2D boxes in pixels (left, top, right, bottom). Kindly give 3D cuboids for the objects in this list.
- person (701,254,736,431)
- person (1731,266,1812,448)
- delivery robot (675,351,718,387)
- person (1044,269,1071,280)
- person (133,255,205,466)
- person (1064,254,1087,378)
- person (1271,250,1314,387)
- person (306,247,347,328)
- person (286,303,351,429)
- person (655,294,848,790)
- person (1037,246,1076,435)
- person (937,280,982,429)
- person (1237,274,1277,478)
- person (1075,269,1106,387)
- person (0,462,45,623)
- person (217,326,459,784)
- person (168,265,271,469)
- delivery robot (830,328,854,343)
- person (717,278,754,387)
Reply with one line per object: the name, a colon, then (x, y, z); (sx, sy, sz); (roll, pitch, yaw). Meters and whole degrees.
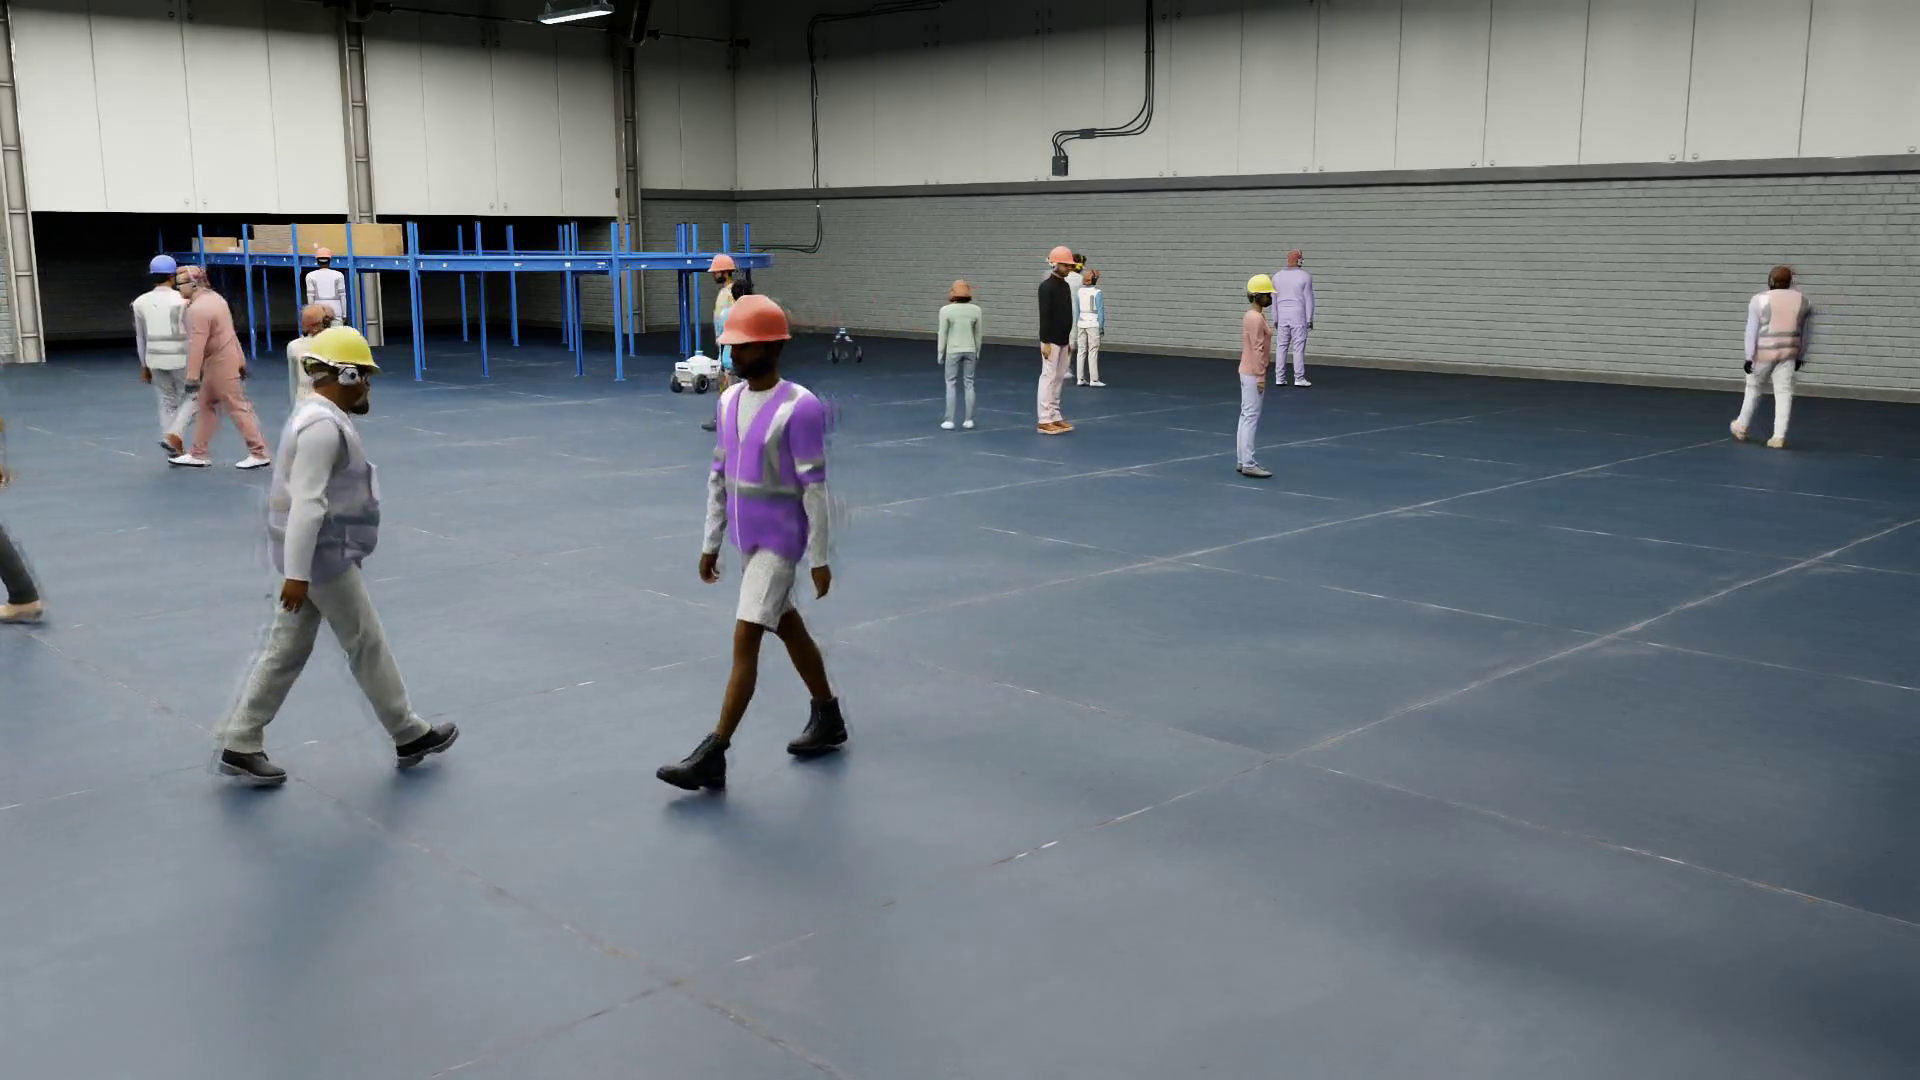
person: (-2.451, -2.160, 18.179); (0.745, 1.914, 0.550); (-4, 11, -20)
person: (8.206, -1.859, 16.829); (0.659, 1.794, 0.943); (1, 10, 4)
delivery robot: (-3.552, -2.334, 22.668); (0.477, 0.478, 0.707); (6, 12, 30)
person: (1.665, -3.888, 27.764); (0.504, 1.844, 0.729); (2, 11, 11)
person: (-7.230, -1.632, 15.214); (0.636, 1.932, 0.487); (2, 11, 9)
person: (1.705, -3.336, 24.793); (0.550, 1.833, 0.656); (8, 13, 37)
person: (4.685, -3.110, 23.354); (0.641, 1.908, 0.407); (8, 13, 39)
person: (-9.320, -3.335, 24.512); (0.543, 1.933, 0.364); (-4, 11, -22)
person: (-4.663, -0.908, 12.118); (0.519, 1.628, 0.413); (2, 11, 11)
person: (-0.790, -0.008, 6.502); (0.981, 1.884, 0.564); (-10, 14, -43)
person: (1.048, -2.146, 17.861); (0.400, 1.989, 0.623); (5, 12, 27)
person: (-0.007, -2.038, 18.280); (0.501, 1.626, 0.290); (-4, 11, -20)
person: (2.616, -1.449, 14.681); (0.309, 1.769, 0.524); (0, 10, 1)
person: (1.818, -2.968, 23.304); (0.308, 1.641, 0.514); (-9, 14, -41)
person: (-5.513, -0.434, 9.079); (0.955, 1.794, 0.527); (0, 10, 0)
person: (-2.484, 0.061, 6.469); (0.923, 1.763, 0.637); (-5, 12, -27)
person: (-6.762, -1.543, 15.003); (0.968, 1.835, 0.656); (-3, 11, -15)
delivery robot: (-1.982, -3.465, 28.127); (0.335, 0.223, 0.698); (-4, 11, -20)
person: (-2.167, -1.761, 16.601); (0.545, 1.680, 0.375); (7, 12, 33)
